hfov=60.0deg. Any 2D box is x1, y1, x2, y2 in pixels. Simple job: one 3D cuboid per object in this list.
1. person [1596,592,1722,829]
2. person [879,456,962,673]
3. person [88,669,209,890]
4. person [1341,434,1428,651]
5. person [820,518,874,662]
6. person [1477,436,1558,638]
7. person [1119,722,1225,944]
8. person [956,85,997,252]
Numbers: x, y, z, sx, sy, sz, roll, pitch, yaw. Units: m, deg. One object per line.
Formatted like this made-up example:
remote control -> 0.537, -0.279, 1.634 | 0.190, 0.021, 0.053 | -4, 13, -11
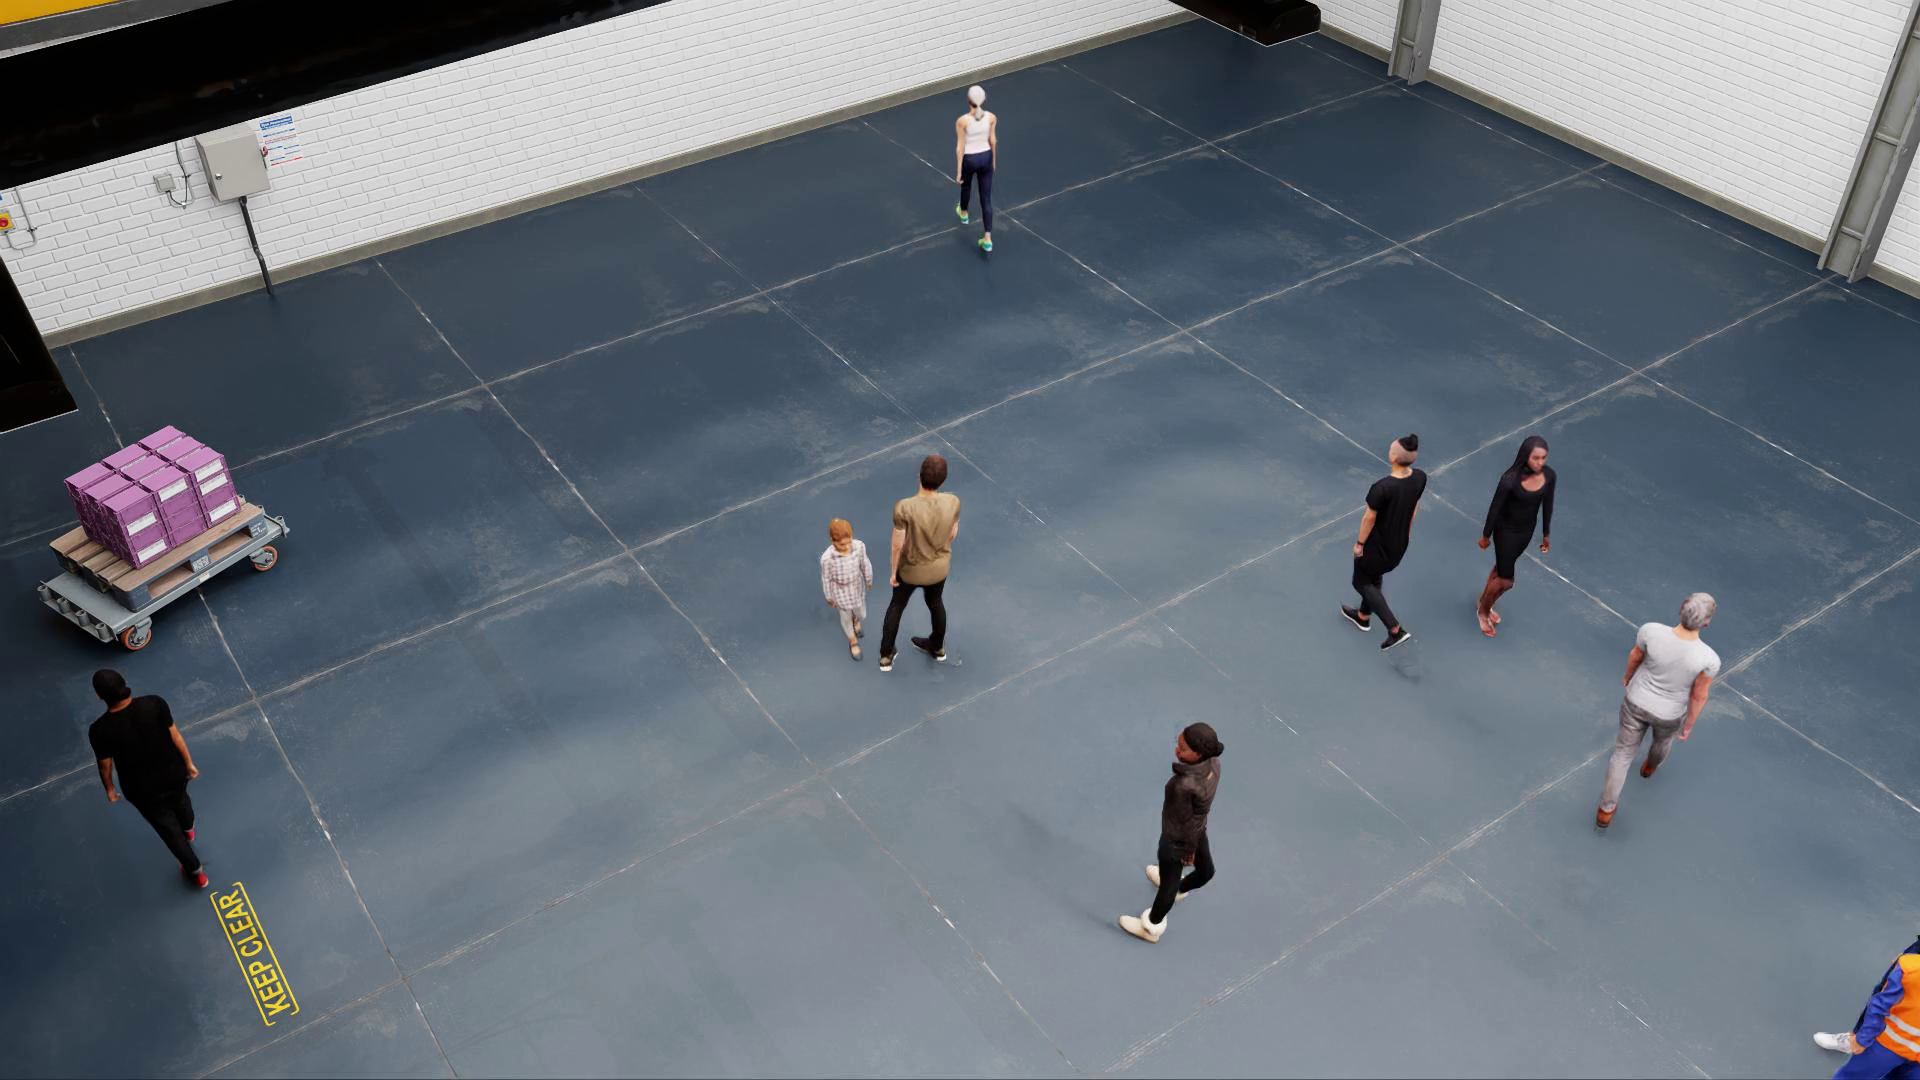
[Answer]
person -> 4.469, 1.131, 10.787 | 1.210, 1.780, 1.011 | 26, 45, 28
person -> -0.200, 0.210, 11.898 | 0.865, 1.833, 0.732 | -23, 44, -26
person -> -4.987, 1.514, 10.343 | 0.763, 1.736, 0.995 | -31, 48, -33
person -> 3.139, 0.033, 12.107 | 0.687, 1.849, 0.923 | -24, 44, -27
person -> -0.856, 0.301, 12.221 | 0.624, 1.289, 0.702 | -16, 41, -19
person -> 4.072, -0.105, 12.393 | 0.680, 1.708, 0.703 | -15, 41, -18
person -> 1.257, 1.727, 10.148 | 0.826, 1.646, 0.794 | 30, 47, 32
person -> 0.203, -3.767, 17.025 | 0.893, 1.650, 1.280 | -11, 40, -13
